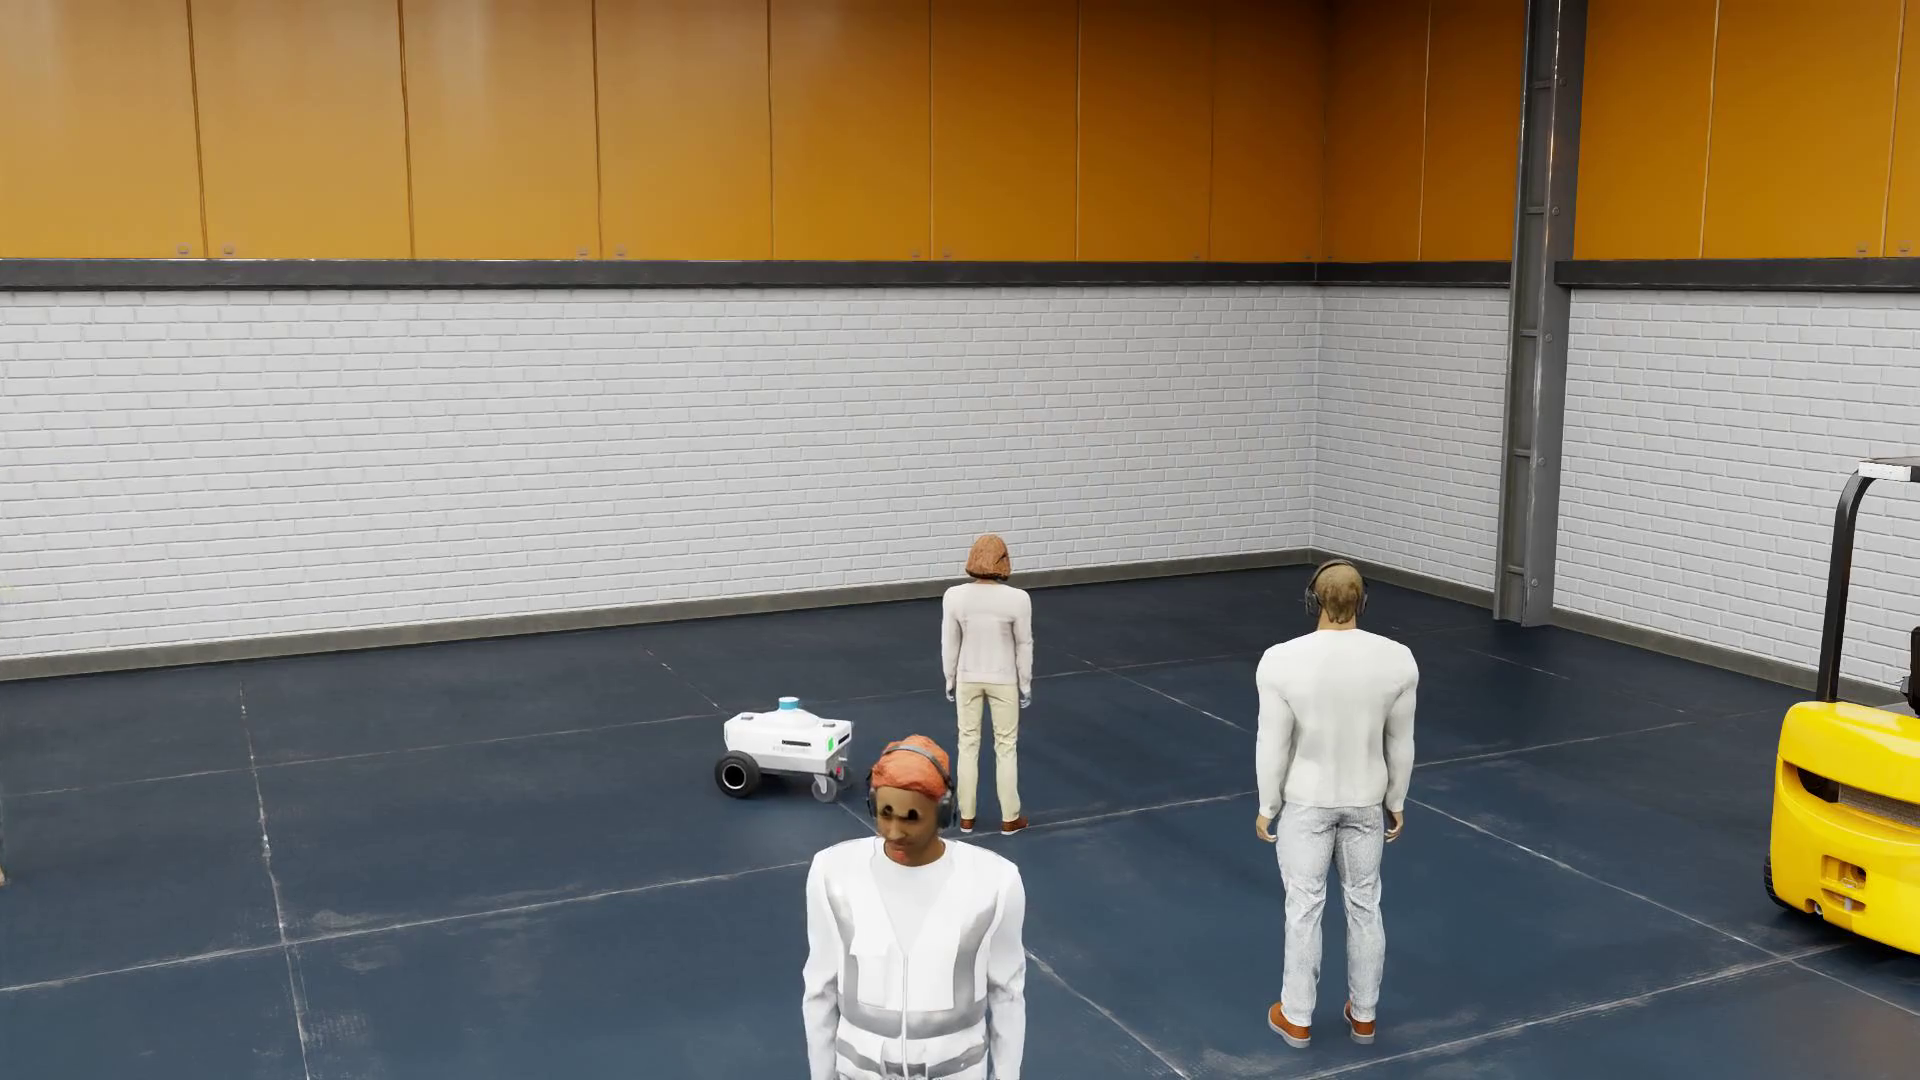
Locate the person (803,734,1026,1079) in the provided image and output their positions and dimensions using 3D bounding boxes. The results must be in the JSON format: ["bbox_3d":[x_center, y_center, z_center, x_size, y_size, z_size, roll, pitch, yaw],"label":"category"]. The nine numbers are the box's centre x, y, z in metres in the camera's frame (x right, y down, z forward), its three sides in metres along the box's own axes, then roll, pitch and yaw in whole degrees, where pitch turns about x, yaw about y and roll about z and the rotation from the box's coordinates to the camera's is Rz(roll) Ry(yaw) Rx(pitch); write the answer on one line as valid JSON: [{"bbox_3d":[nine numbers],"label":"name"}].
[{"bbox_3d":[-0.120,1.410,4.301,0.574,1.886,0.358,1,9,6],"label":"person"}]

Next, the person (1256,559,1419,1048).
[{"bbox_3d":[1.451,1.028,6.504,0.631,1.940,0.372,-1,9,-4],"label":"person"}]

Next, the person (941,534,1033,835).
[{"bbox_3d":[0.148,0.780,8.988,0.501,1.632,0.280,2,9,15],"label":"person"}]

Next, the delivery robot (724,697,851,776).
[{"bbox_3d":[-0.999,1.159,9.686,0.707,0.478,0.477,3,10,17],"label":"delivery robot"}]

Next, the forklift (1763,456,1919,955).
[{"bbox_3d":[4.857,0.731,7.561,2.313,2.155,1.214,-4,10,-25],"label":"forklift"}]

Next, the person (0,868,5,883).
[{"bbox_3d":[-5.178,0.814,8.281,0.943,1.796,0.626,5,11,31],"label":"person"}]
